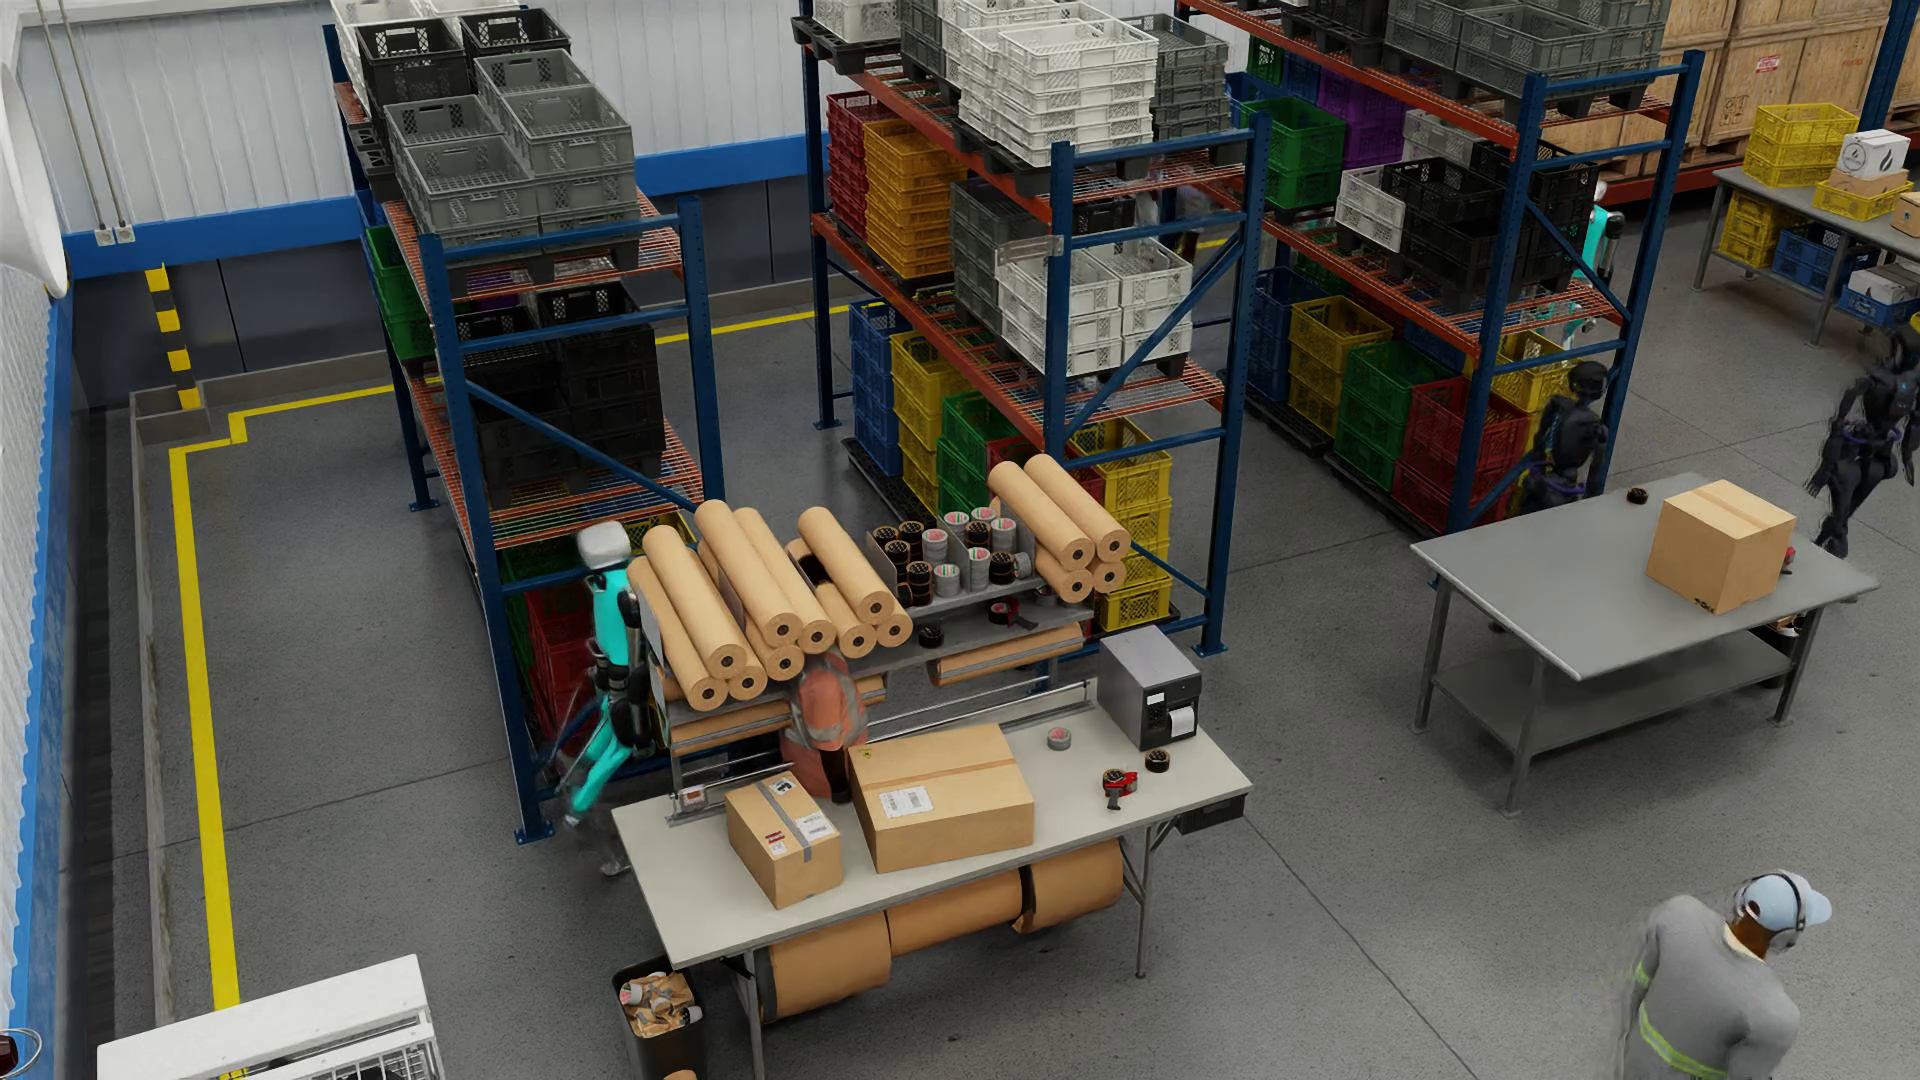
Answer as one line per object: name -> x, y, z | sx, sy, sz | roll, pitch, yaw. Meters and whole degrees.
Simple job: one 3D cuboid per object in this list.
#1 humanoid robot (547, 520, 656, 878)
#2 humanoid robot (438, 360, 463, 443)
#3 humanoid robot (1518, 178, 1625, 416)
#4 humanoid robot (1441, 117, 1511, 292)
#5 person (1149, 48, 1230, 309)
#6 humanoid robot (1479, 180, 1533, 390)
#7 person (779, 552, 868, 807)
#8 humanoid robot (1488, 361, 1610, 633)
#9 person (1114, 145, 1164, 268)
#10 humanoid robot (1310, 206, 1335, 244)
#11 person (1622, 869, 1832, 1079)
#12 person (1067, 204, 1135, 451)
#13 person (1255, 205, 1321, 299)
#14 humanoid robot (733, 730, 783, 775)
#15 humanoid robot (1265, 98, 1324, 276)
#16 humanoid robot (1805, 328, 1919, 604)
humanoid robot -> -1.633, 0.779, 7.303 | 0.671, 1.792, 0.555 | -15, 35, -23
humanoid robot -> -3.269, -1.382, 10.884 | 0.528, 1.643, 0.588 | -8, 33, -13
humanoid robot -> 4.063, -1.666, 11.208 | 0.531, 1.722, 0.717 | 9, 33, 14
humanoid robot -> 3.956, -2.405, 12.574 | 0.612, 1.617, 0.779 | -15, 35, -23
person -> 1.760, -2.739, 12.751 | 0.616, 2.029, 0.473 | 23, 38, 32
humanoid robot -> 3.904, -1.846, 11.673 | 0.797, 1.620, 0.599 | 24, 39, 33
person -> -0.553, 0.903, 6.887 | 0.367, 1.966, 0.604 | -10, 33, -15
humanoid robot -> 3.250, -0.221, 8.996 | 0.550, 1.644, 0.601 | -9, 33, -14
person -> 1.340, -3.078, 13.449 | 0.720, 1.863, 0.584 | 4, 32, 6
humanoid robot -> 3.033, -3.244, 13.711 | 0.533, 1.677, 0.735 | 24, 39, 34
person -> 2.390, 1.807, 5.555 | 0.680, 1.818, 0.598 | -12, 34, -19
person -> 0.868, -1.289, 10.584 | 0.630, 1.828, 0.441 | -16, 35, -24
person -> 2.536, -2.690, 12.860 | 0.590, 1.825, 0.404 | -3, 32, -4
humanoid robot -> -0.886, 0.848, 7.261 | 0.356, 1.642, 0.590 | -19, 36, -28
humanoid robot -> 2.690, -2.827, 13.192 | 0.690, 1.832, 0.531 | 8, 33, 13
humanoid robot -> 5.144, -0.446, 9.387 | 0.615, 1.623, 0.753 | -5, 32, -8
